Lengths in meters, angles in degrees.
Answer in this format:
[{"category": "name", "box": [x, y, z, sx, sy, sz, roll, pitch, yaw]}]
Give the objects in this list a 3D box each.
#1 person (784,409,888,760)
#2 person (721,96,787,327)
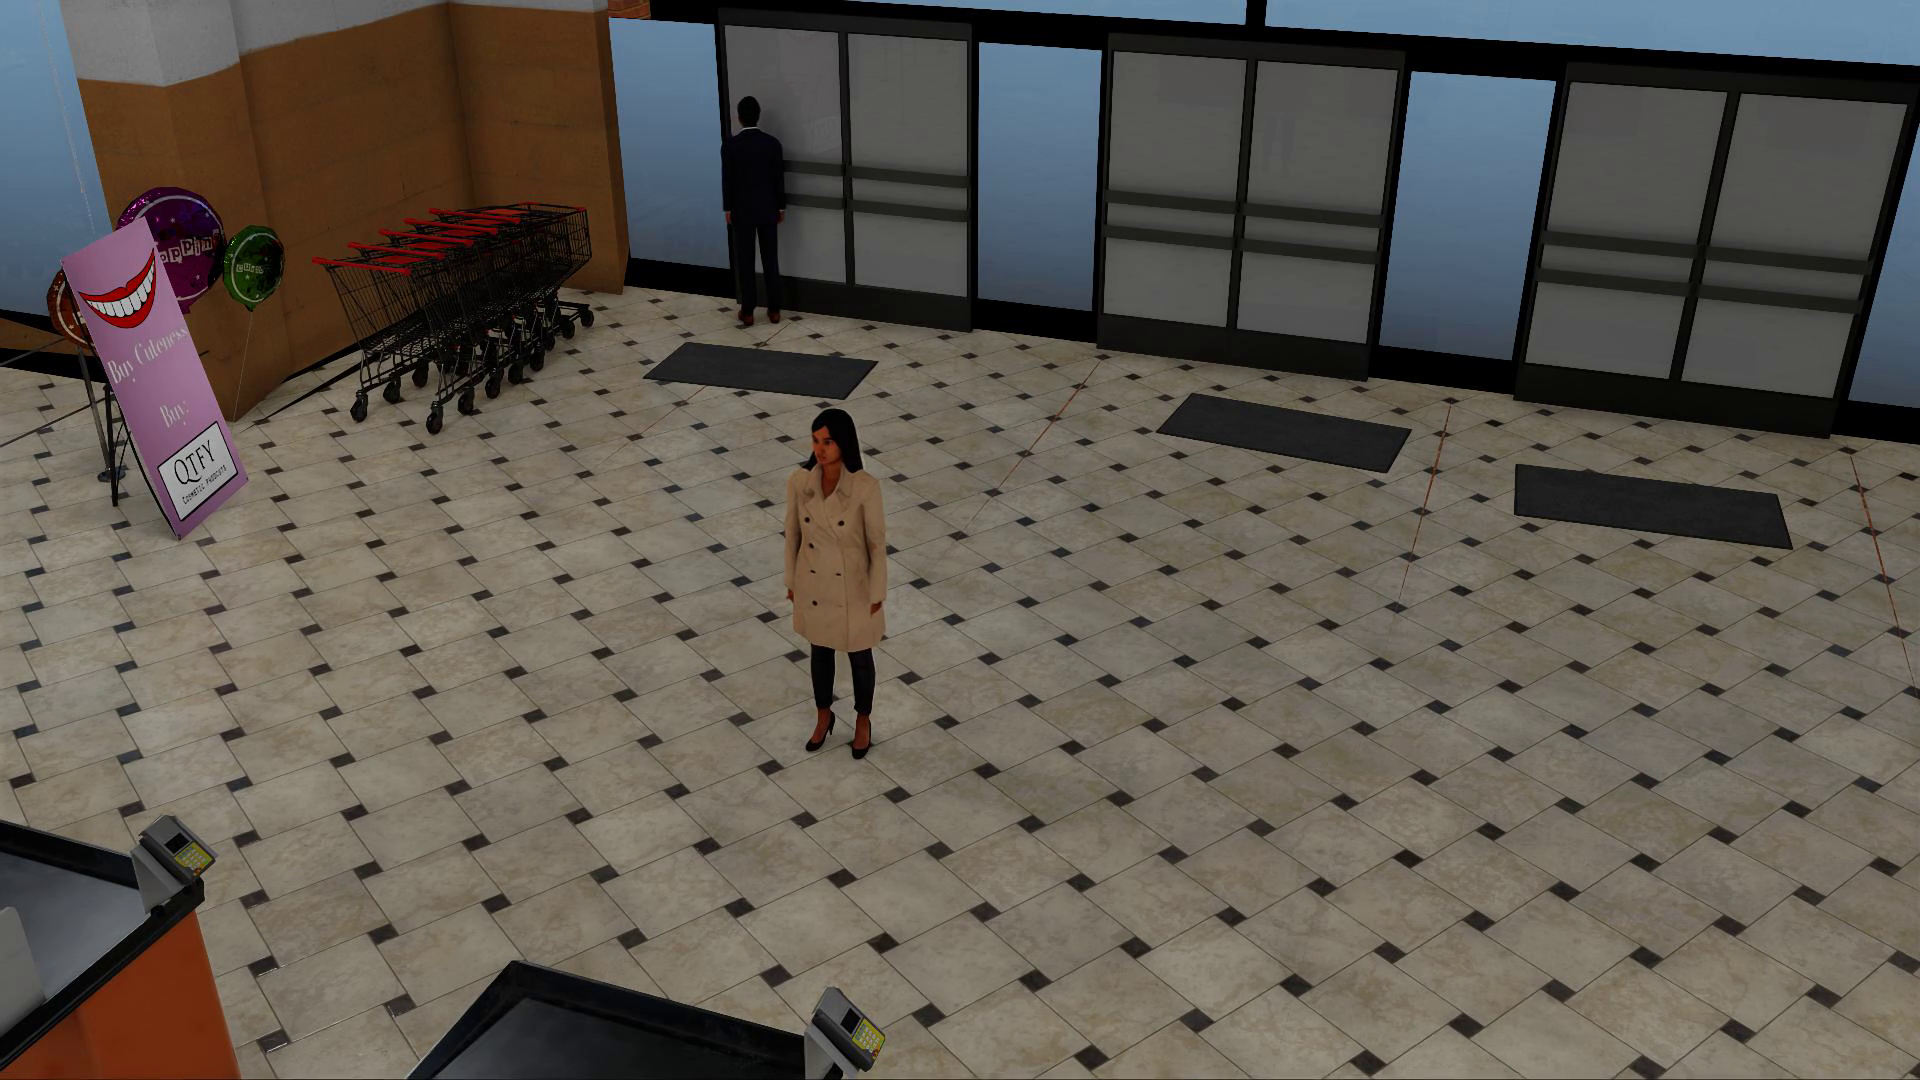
[{"category": "person", "box": [-0.542, 0.204, 7.375, 0.641, 1.682, 0.511, 9, 28, 16]}, {"category": "person", "box": [-1.558, -2.487, 12.636, 0.708, 1.723, 0.730, -8, 28, -14]}]
